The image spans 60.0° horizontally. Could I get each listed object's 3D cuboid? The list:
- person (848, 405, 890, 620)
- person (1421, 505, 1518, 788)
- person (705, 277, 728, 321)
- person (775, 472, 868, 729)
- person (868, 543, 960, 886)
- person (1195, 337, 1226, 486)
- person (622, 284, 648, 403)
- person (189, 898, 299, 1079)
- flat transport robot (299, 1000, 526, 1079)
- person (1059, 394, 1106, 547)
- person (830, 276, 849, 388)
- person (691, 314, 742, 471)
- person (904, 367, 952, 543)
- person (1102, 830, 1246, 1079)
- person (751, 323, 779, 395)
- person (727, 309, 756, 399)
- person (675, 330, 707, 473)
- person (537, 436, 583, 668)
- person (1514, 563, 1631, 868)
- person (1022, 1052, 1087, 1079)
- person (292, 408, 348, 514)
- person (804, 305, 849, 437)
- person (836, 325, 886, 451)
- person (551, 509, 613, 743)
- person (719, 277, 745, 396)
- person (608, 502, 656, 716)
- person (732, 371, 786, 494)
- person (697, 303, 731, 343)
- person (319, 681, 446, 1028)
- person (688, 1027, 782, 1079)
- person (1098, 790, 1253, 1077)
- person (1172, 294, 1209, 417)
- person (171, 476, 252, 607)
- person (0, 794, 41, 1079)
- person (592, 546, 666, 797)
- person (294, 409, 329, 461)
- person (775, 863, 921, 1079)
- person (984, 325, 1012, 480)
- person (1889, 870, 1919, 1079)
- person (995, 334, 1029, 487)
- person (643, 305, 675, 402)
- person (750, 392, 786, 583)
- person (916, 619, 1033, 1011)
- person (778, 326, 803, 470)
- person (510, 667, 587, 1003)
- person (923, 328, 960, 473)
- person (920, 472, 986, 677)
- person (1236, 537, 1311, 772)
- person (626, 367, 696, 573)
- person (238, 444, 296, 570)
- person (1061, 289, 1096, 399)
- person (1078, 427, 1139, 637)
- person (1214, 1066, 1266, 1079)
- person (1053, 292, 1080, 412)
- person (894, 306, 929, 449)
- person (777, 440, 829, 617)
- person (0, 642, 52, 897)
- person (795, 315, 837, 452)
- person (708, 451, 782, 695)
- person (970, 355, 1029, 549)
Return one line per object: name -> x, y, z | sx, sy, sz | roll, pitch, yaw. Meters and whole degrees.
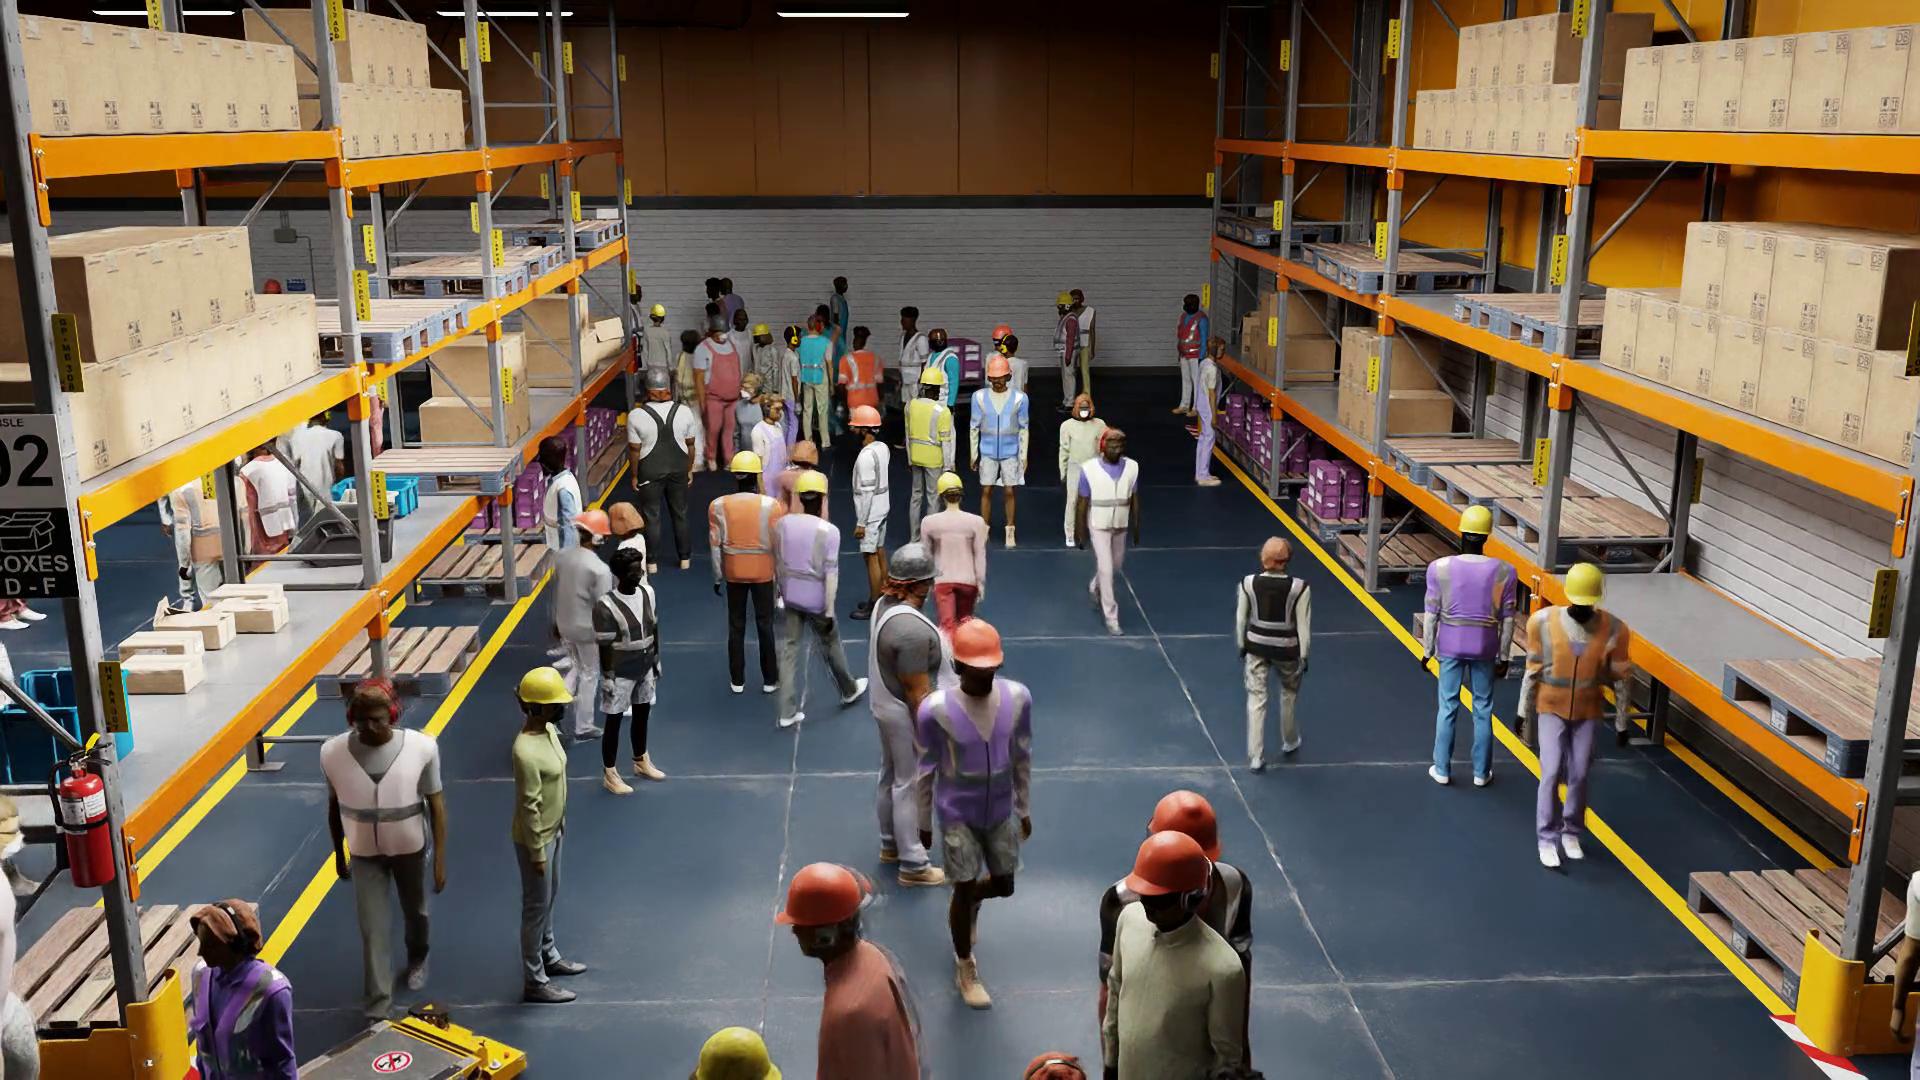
person -> -0.819, -0.244, 14.879 | 0.360, 1.939, 0.543 | 3, 15, 13
person -> 3.391, 0.716, 11.132 | 0.587, 1.928, 0.382 | 4, 15, 14
person -> -3.839, -3.178, 26.373 | 0.371, 1.958, 0.598 | 0, 14, 1
person -> -1.084, 0.420, 12.417 | 0.588, 1.865, 0.946 | 7, 16, 25
person -> -0.263, 1.000, 9.794 | 0.536, 2.000, 0.683 | -5, 15, -18
person -> 3.052, -1.567, 20.293 | 0.357, 1.835, 0.516 | -1, 14, -5
person -> -5.139, -3.099, 26.220 | 0.353, 1.879, 0.583 | 1, 14, 5
person -> -2.662, 2.107, 6.267 | 0.519, 1.633, 0.311 | 8, 16, 28
flat transport robot -> -2.693, 2.509, 7.397 | 0.652, 0.197, 1.431 | 9, 17, 30
person -> 1.283, -0.729, 17.414 | 0.506, 1.625, 0.278 | -3, 15, -10
person -> -1.993, -3.468, 27.721 | 0.331, 1.844, 0.520 | 2, 14, 6
person -> -3.026, -1.862, 21.030 | 0.692, 2.000, 0.602 | -13, 20, -42
person -> -0.315, -0.831, 17.238 | 0.581, 1.919, 0.398 | 10, 17, 35
person -> 0.742, 1.981, 6.033 | 0.375, 1.995, 0.609 | -12, 19, -39
person -> -2.633, -2.062, 22.431 | 0.487, 1.735, 0.338 | 12, 18, 38
person -> -3.058, -2.307, 23.184 | 0.509, 1.839, 0.339 | -7, 16, -25
person -> -3.344, -1.804, 21.298 | 0.663, 1.802, 0.790 | 11, 18, 38
person -> -3.230, 0.088, 13.620 | 0.375, 1.915, 0.598 | -5, 15, -19
person -> 3.674, 1.036, 9.979 | 0.656, 1.886, 0.501 | 3, 15, 11
person -> 0.270, 2.355, 4.801 | 0.576, 1.880, 0.357 | 0, 14, 1
person -> -6.193, -0.470, 16.126 | 0.542, 1.776, 1.139 | 0, 14, -1
person -> -1.850, -2.405, 23.535 | 0.724, 1.853, 0.960 | -13, 19, -42
person -> -1.155, -1.673, 20.544 | 0.633, 1.927, 0.845 | -12, 18, -38
person -> -2.679, 0.630, 11.880 | 0.597, 1.715, 0.493 | 12, 19, 40
person -> -3.678, -3.231, 26.626 | 0.378, 1.932, 0.626 | 8, 16, 29
person -> -2.473, 0.514, 12.516 | 0.267, 1.631, 0.507 | 1, 14, 3
person -> -2.048, -0.756, 16.895 | 0.635, 1.936, 0.351 | 10, 17, 33
person -> -3.739, -2.791, 25.416 | 0.544, 1.673, 0.393 | 0, 14, 1
person -> -2.818, 1.531, 8.217 | 0.576, 1.798, 0.979 | -3, 15, -12
person -> -0.697, 2.318, 5.223 | 0.320, 1.739, 0.484 | 4, 15, 14
person -> 0.829, 1.891, 6.325 | 0.613, 2.031, 0.410 | -4, 15, -15
person -> 3.483, -2.782, 25.043 | 0.430, 1.841, 0.624 | -7, 16, -27
person -> -6.086, 0.097, 13.567 | 0.383, 1.924, 0.594 | 13, 19, 42
person -> -3.887, 1.879, 6.646 | 0.510, 1.904, 0.776 | -6, 15, -21
person -> -2.203, 0.857, 11.065 | 0.322, 1.690, 0.532 | 10, 17, 33
person -> -8.226, -1.738, 20.960 | 0.429, 1.835, 0.629 | 11, 18, 37
person -> -0.364, 2.058, 5.782 | 0.496, 1.966, 0.657 | 0, 14, 1
person -> 0.499, -1.692, 20.592 | 0.387, 1.929, 0.543 | -5, 15, -20
person -> 4.043, 1.904, 6.658 | 0.567, 1.835, 0.398 | 5, 15, 17
person -> 0.608, -1.575, 20.267 | 0.509, 1.863, 0.326 | -9, 17, -32
person -> -4.376, -2.540, 24.243 | 0.561, 1.766, 0.340 | 9, 17, 32
person -> -1.832, -0.522, 16.160 | 0.346, 1.846, 0.506 | 5, 15, 18
person -> 0.048, 1.335, 8.488 | 0.607, 2.030, 0.633 | -6, 15, -21
person -> -2.128, -1.781, 21.073 | 0.329, 1.862, 0.512 | -7, 16, -24
person -> -2.098, 1.486, 8.448 | 0.341, 1.760, 0.525 | 0, 14, -2
person -> -0.251, -1.761, 21.043 | 0.429, 1.836, 0.627 | -7, 16, -27
person -> -0.059, 0.340, 13.034 | 0.529, 1.715, 0.848 | 0, 14, 0
person -> 2.193, 0.763, 11.574 | 0.540, 1.607, 0.741 | 6, 15, 22
person -> -2.972, -0.700, 16.467 | 0.682, 2.000, 0.537 | -7, 16, -25
person -> -5.893, -0.053, 14.204 | 0.409, 1.907, 0.598 | 3, 15, 12
person -> 1.834, -2.990, 25.886 | 0.574, 1.830, 0.410 | 5, 15, 19
person -> 1.296, -0.125, 14.687 | 0.575, 1.809, 0.866 | -6, 16, -23
person -> 0.737, 2.361, 5.211 | 0.739, 1.674, 0.543 | 11, 18, 38
person -> 1.626, -2.868, 25.413 | 0.403, 1.824, 0.593 | -1, 14, -4
person -> -0.638, -2.163, 22.369 | 0.369, 1.960, 0.608 | -9, 17, -31
person -> -1.429, -0.107, 15.046 | 0.504, 1.593, 0.825 | 5, 15, 20
person -> -5.639, 1.133, 9.614 | 0.717, 1.881, 0.399 | 10, 17, 34
person -> -1.954, -2.098, 22.354 | 0.565, 1.841, 0.396 | 6, 16, 23
person -> -1.642, 0.262, 12.935 | 0.584, 1.919, 0.382 | 1, 14, 3
person -> 0.405, -0.903, 17.260 | 0.615, 2.040, 0.391 | 2, 14, 6
